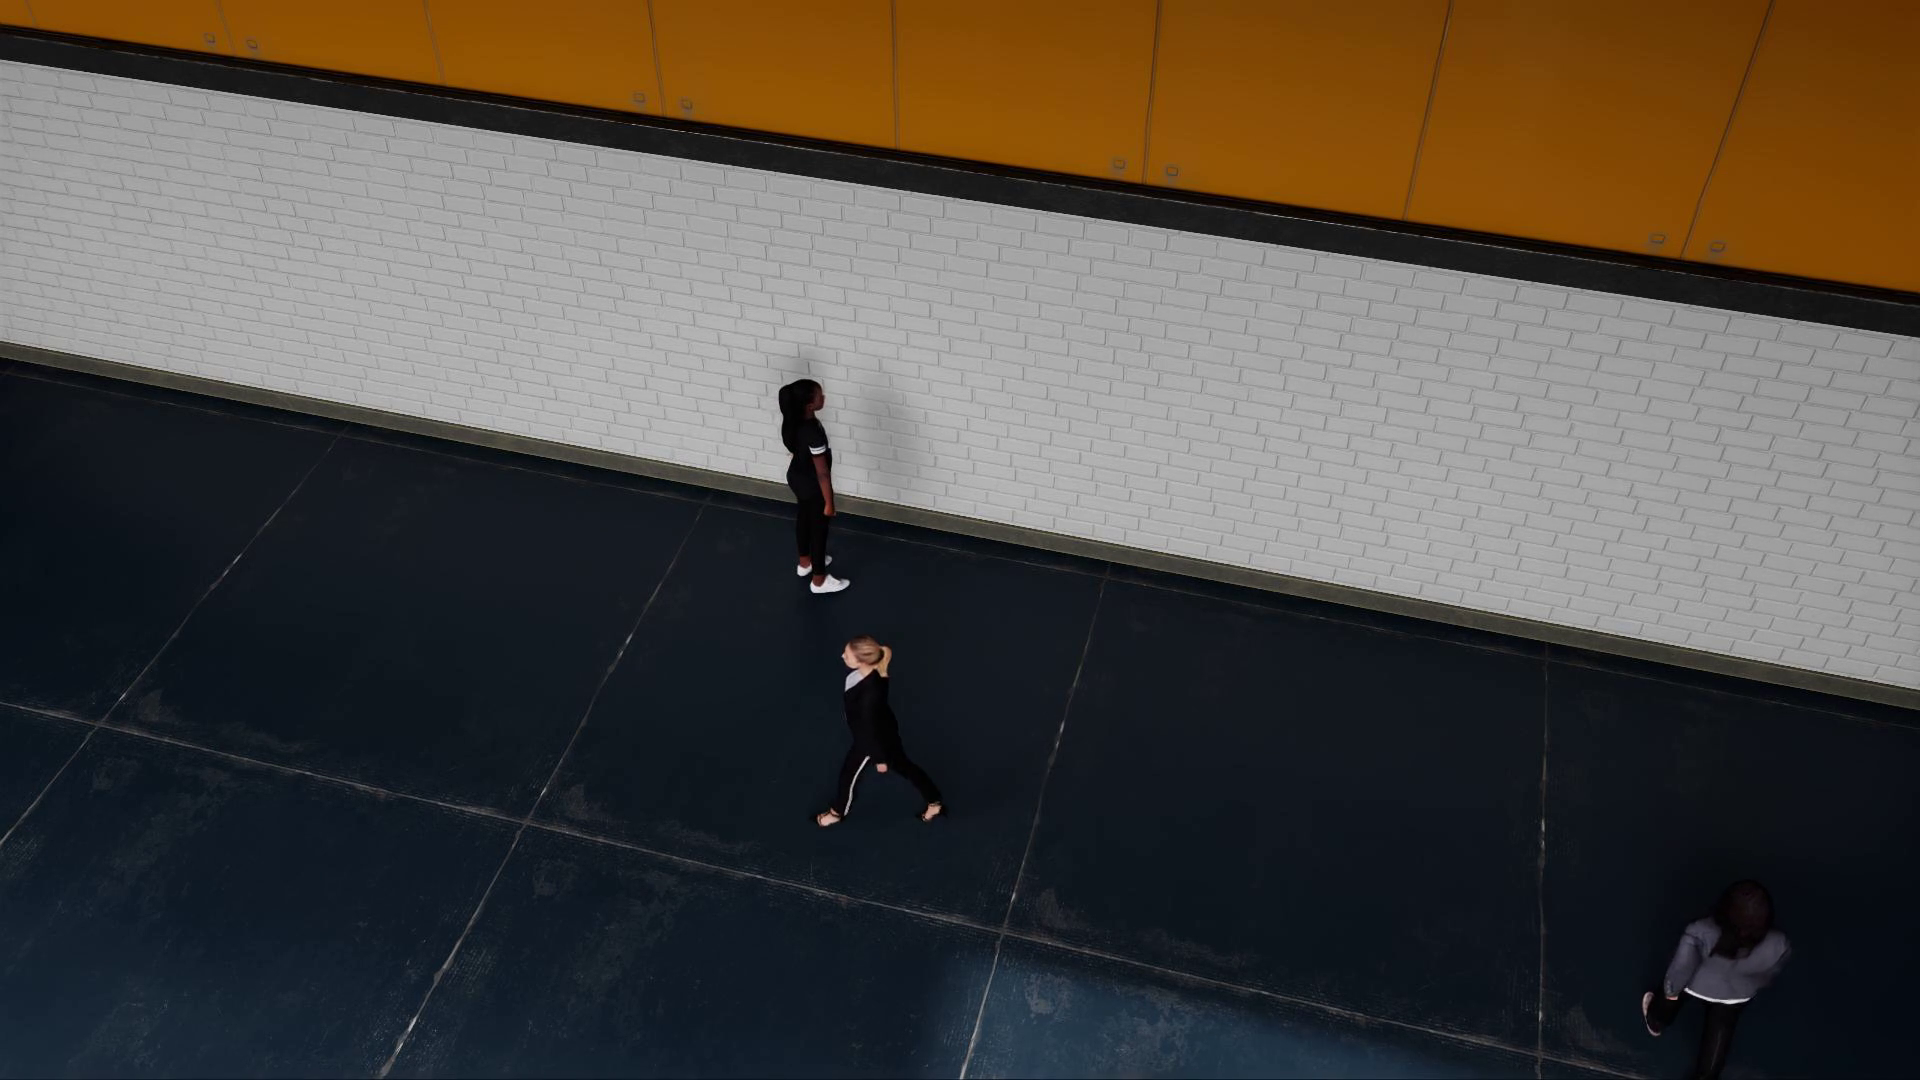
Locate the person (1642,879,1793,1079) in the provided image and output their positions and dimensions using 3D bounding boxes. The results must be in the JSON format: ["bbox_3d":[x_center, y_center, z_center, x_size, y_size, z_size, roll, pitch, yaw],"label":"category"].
[{"bbox_3d":[3.840,2.259,8.434,0.670,1.584,0.923,10,45,10],"label":"person"}]

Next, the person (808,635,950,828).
[{"bbox_3d":[-0.396,1.138,9.553,0.769,1.664,1.045,5,44,5],"label":"person"}]

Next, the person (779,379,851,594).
[{"bbox_3d":[-0.985,-0.376,11.094,0.757,1.729,0.690,-20,47,-20],"label":"person"}]
